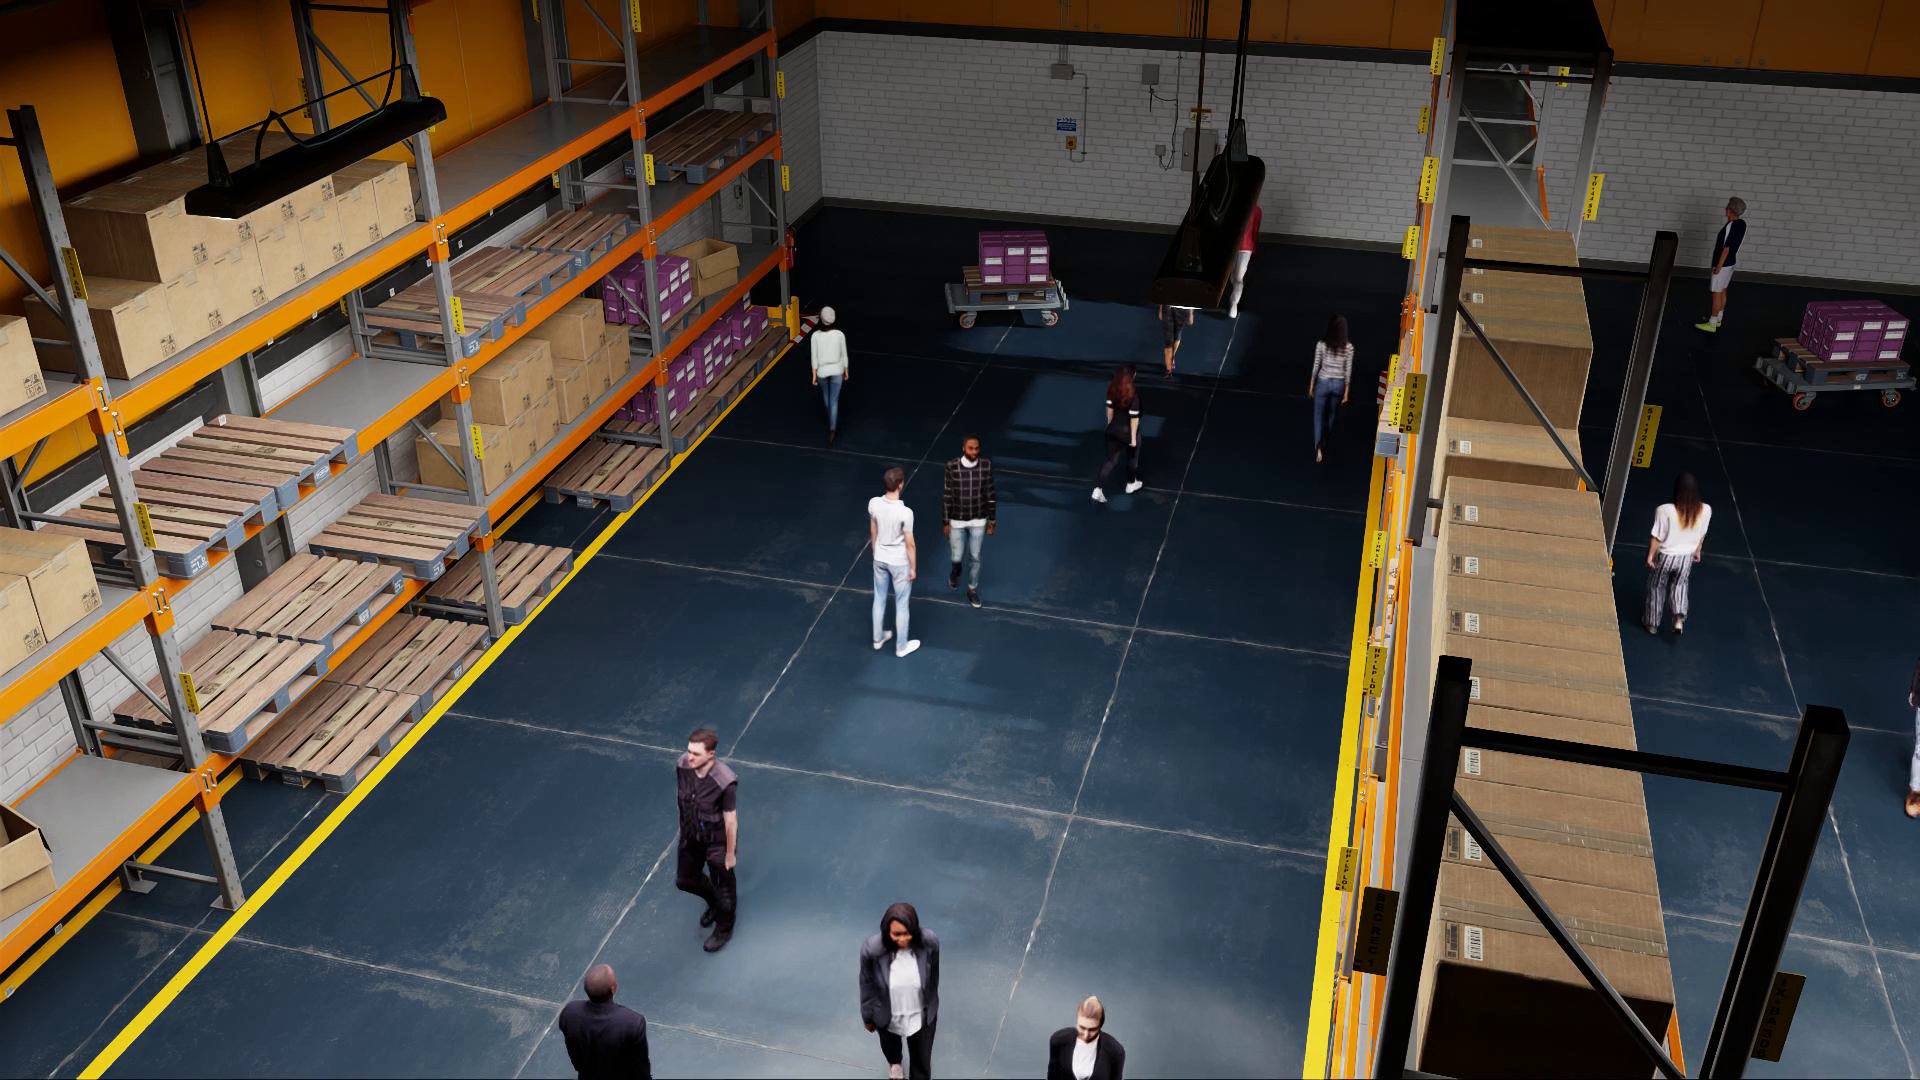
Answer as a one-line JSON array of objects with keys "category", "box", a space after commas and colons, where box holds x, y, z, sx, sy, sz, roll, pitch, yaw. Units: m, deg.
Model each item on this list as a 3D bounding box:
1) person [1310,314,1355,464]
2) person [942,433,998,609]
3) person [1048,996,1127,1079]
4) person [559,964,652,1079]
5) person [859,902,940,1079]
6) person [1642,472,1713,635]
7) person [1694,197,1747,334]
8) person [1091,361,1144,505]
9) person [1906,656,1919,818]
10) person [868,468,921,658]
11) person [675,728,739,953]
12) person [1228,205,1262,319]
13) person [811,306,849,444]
[{"category": "person", "box": [4.157, -1.638, 18.725, 0.590, 1.770, 0.973, 7, 29, 12]}, {"category": "person", "box": [0.058, -0.242, 16.127, 0.851, 1.805, 0.917, -5, 29, -10]}, {"category": "person", "box": [0.744, 3.288, 9.790, 0.651, 1.678, 0.615, 5, 29, 10]}, {"category": "person", "box": [-2.070, 3.283, 9.701, 0.774, 1.772, 1.149, 5, 29, 9]}, {"category": "person", "box": [-0.375, 2.927, 10.578, 0.946, 1.557, 1.131, -5, 29, -9]}, {"category": "person", "box": [6.679, 0.187, 15.492, 0.765, 1.661, 0.827, 2, 29, 3]}, {"category": "person", "box": [10.335, -3.739, 22.504, 0.774, 1.838, 0.635, 22, 35, 34]}, {"category": "person", "box": [1.702, -1.133, 17.967, 0.941, 1.608, 1.173, 24, 37, 36]}, {"category": "person", "box": [7.860, 1.294, 13.302, 0.807, 1.814, 1.104, 10, 30, 18]}, {"category": "person", "box": [-0.625, 0.199, 15.273, 0.692, 1.849, 0.633, 17, 33, 28]}, {"category": "person", "box": [-1.732, 2.074, 11.846, 0.835, 1.841, 0.806, 19, 34, 30]}, {"category": "person", "box": [3.896, -4.092, 23.195, 0.701, 1.797, 1.199, 10, 30, 18]}, {"category": "person", "box": [-1.511, -1.908, 19.392, 0.817, 1.603, 1.191, -2, 29, -3]}]
